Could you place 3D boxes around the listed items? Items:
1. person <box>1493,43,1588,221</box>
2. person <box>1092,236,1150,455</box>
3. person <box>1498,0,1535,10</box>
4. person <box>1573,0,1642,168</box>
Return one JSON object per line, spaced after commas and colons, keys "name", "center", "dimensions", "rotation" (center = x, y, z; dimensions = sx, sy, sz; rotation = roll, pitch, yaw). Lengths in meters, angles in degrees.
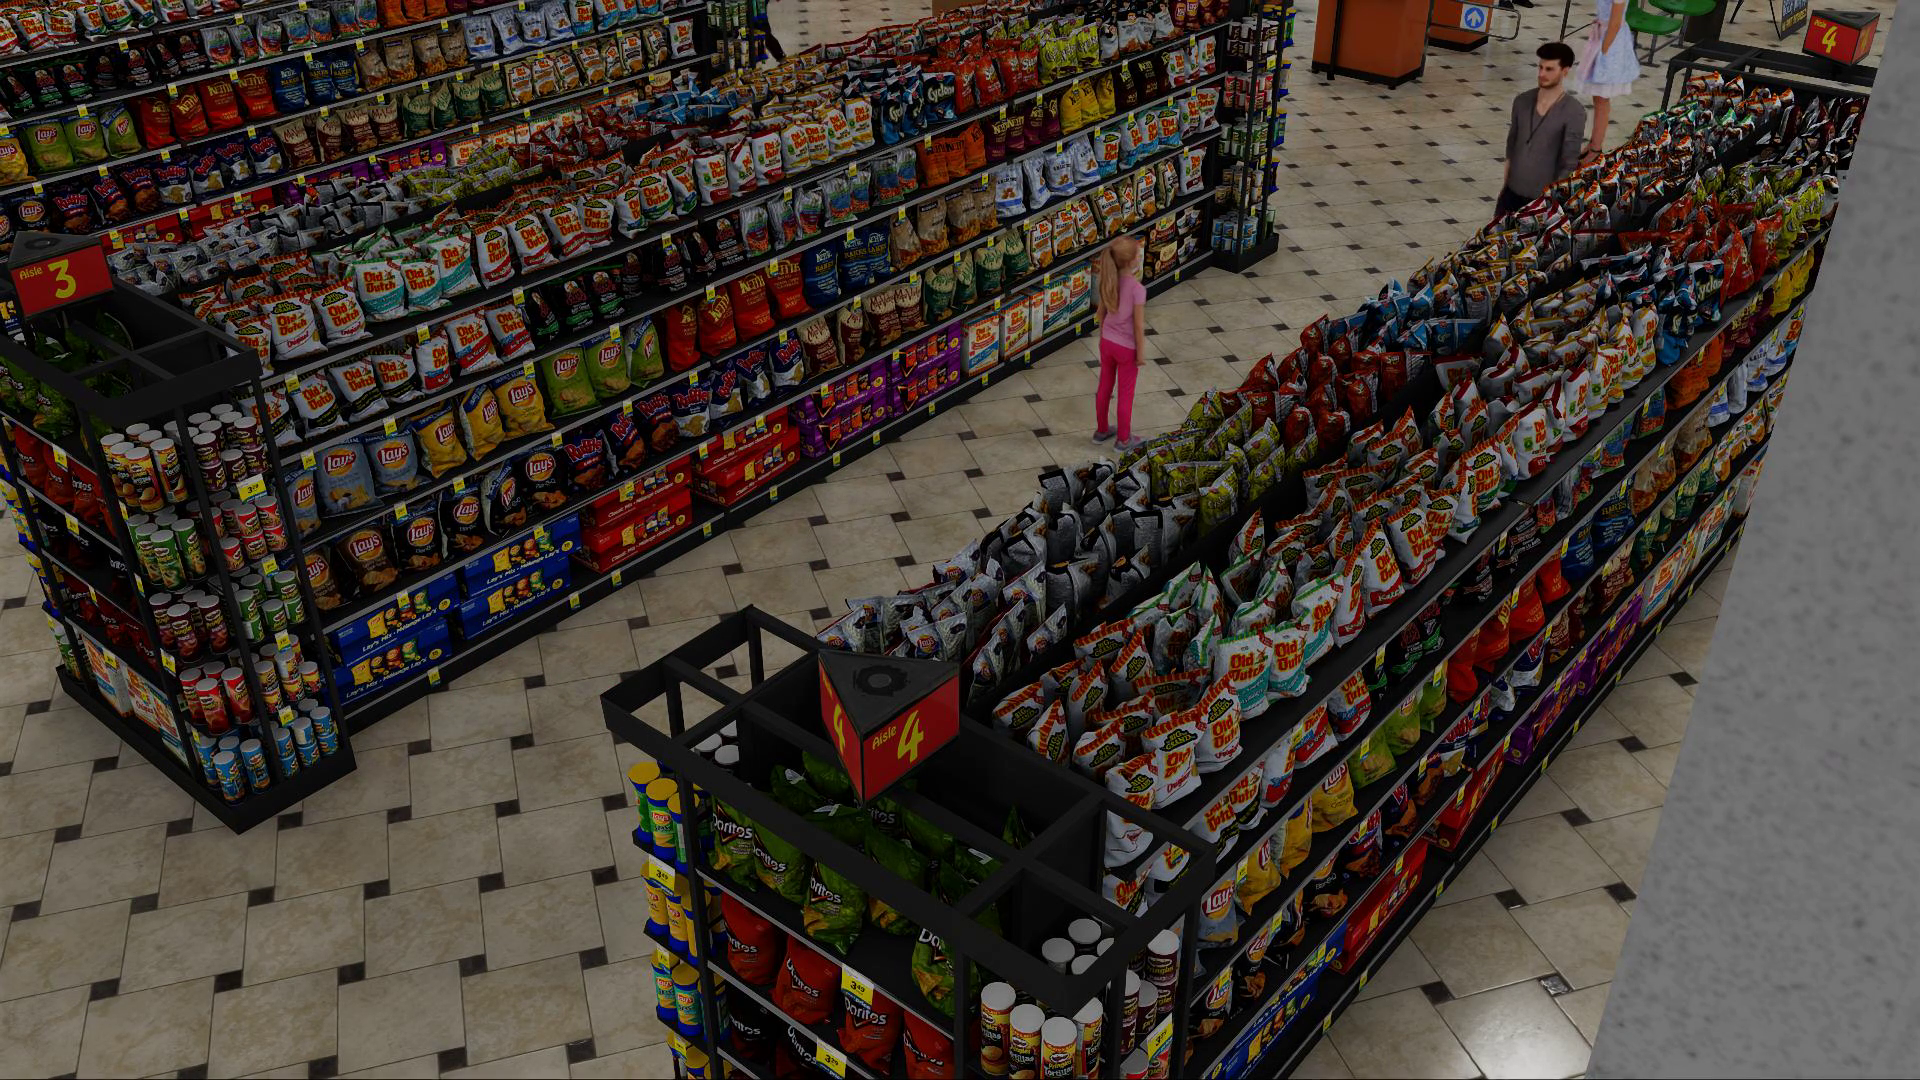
{"name": "person", "center": [3.669, -2.170, 10.471], "dimensions": [1.232, 1.857, 0.853], "rotation": [-24, 39, -33]}
{"name": "person", "center": [0.896, -1.102, 9.311], "dimensions": [0.531, 1.271, 0.507], "rotation": [-25, 40, -34]}
{"name": "person", "center": [6.018, -6.589, 17.609], "dimensions": [0.683, 1.820, 0.811], "rotation": [-11, 34, -18]}
{"name": "person", "center": [5.150, -3.869, 13.240], "dimensions": [0.855, 1.817, 0.764], "rotation": [12, 34, 18]}
